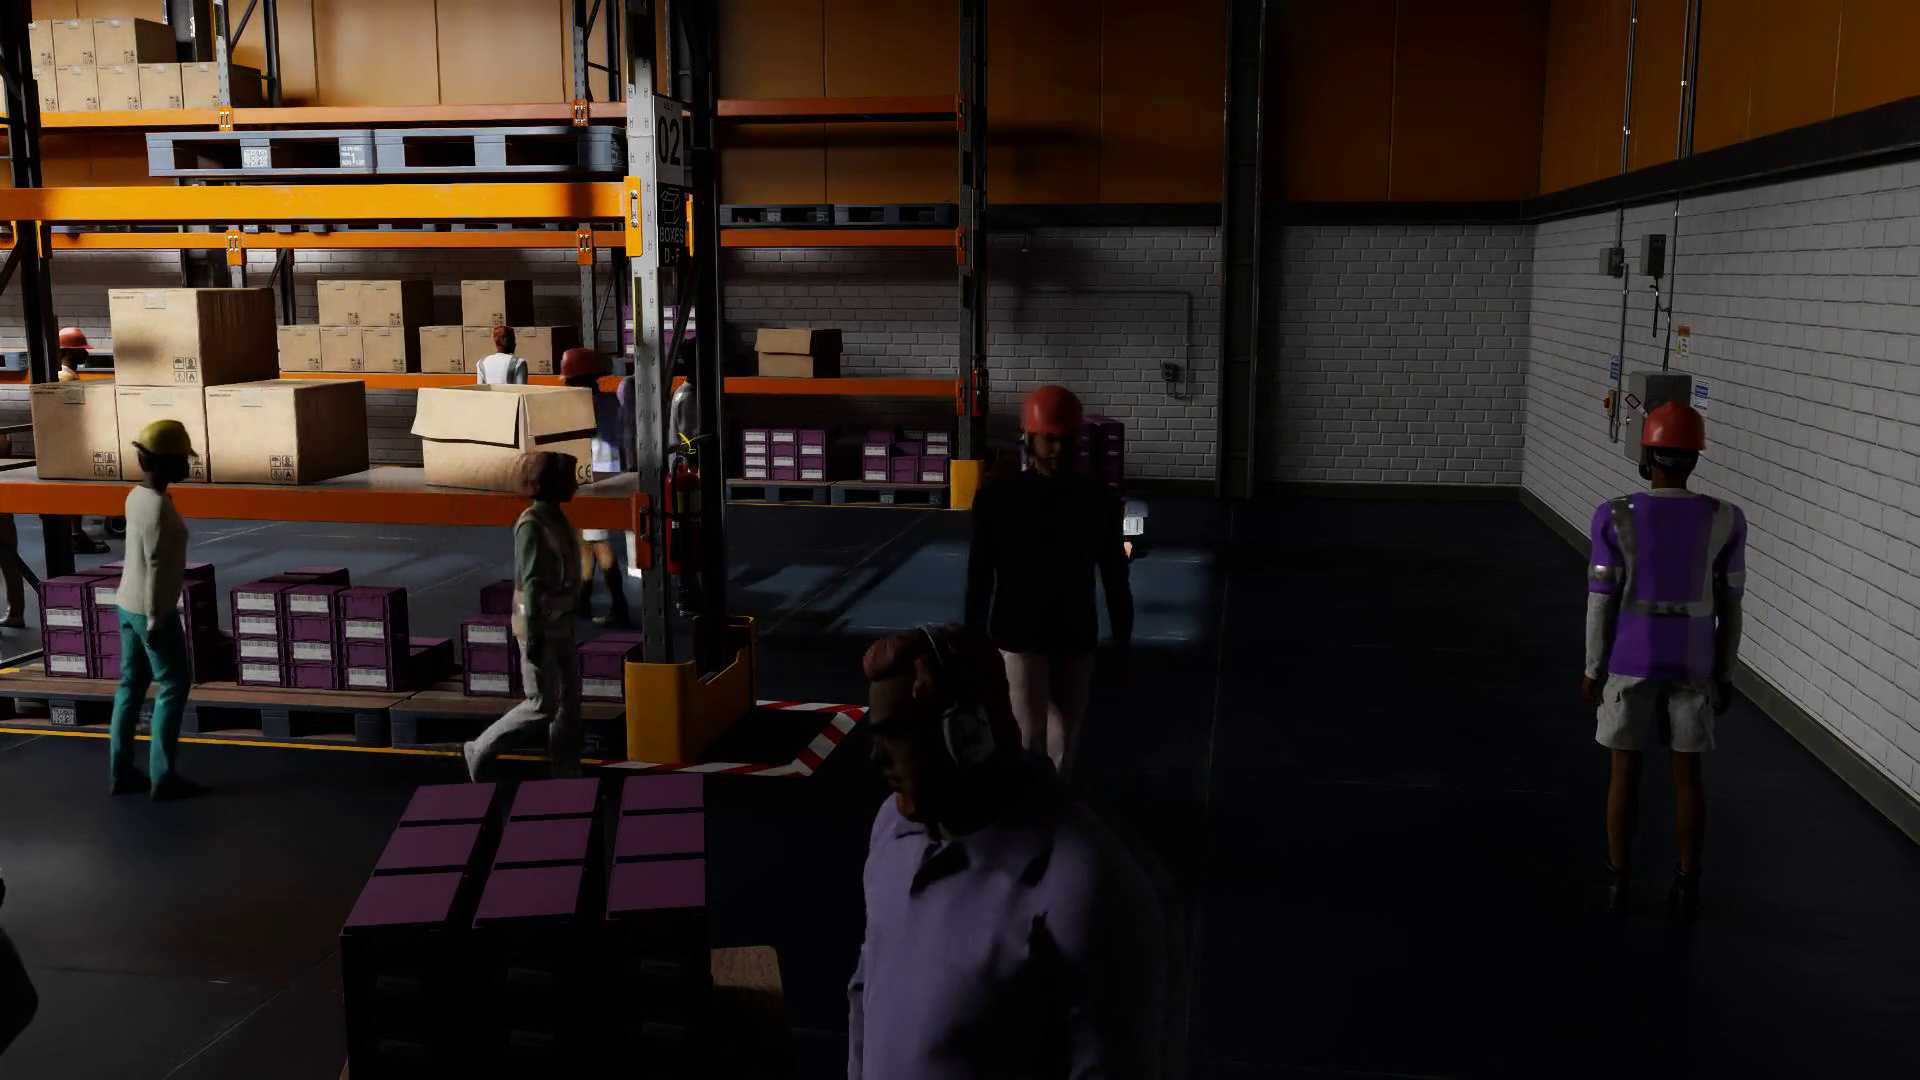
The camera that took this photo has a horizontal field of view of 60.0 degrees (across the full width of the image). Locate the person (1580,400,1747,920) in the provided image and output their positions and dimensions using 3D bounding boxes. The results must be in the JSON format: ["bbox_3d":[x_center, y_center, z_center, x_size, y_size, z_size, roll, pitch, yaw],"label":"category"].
[{"bbox_3d":[2.609,0.448,6.223,0.551,1.934,0.373,2,9,11],"label":"person"}]

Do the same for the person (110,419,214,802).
[{"bbox_3d":[-3.679,0.320,7.633,0.444,1.745,0.535,-8,12,-40],"label":"person"}]

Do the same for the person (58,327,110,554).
[{"bbox_3d":[-7.559,-0.846,14.255,0.359,1.938,0.547,-6,11,-31],"label":"person"}]

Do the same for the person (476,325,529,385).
[{"bbox_3d":[-4.503,-1.182,16.505,0.575,1.883,0.362,3,10,18],"label":"person"}]

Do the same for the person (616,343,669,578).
[{"bbox_3d":[-2.475,-0.662,13.162,0.372,1.922,0.585,2,9,14],"label":"person"}]

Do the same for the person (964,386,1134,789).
[{"bbox_3d":[0.370,0.414,6.300,0.646,1.975,0.672,-2,9,-15],"label":"person"}]

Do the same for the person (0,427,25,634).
[{"bbox_3d":[-6.488,-0.181,11.060,0.313,1.637,0.513,2,9,11],"label":"person"}]

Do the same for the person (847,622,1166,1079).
[{"bbox_3d":[0.046,1.056,2.658,0.416,1.879,0.666,-5,11,-30],"label":"person"}]

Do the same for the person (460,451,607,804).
[{"bbox_3d":[-1.915,0.408,7.447,0.572,1.614,0.535,1,9,6],"label":"person"}]

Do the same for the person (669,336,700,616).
[{"bbox_3d":[-1.860,-0.450,11.704,0.362,1.963,0.613,-2,9,-11],"label":"person"}]

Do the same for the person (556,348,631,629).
[{"bbox_3d":[-2.584,-0.342,11.282,0.840,1.893,0.538,3,10,18],"label":"person"}]

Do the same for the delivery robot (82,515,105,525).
[{"bbox_3d":[-7.852,-0.343,15.118,0.707,0.478,0.477,-2,9,-13],"label":"delivery robot"}]

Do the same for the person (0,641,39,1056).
[{"bbox_3d":[-2.604,0.908,4.330,0.366,1.613,0.523,-4,10,-24],"label":"person"}]
